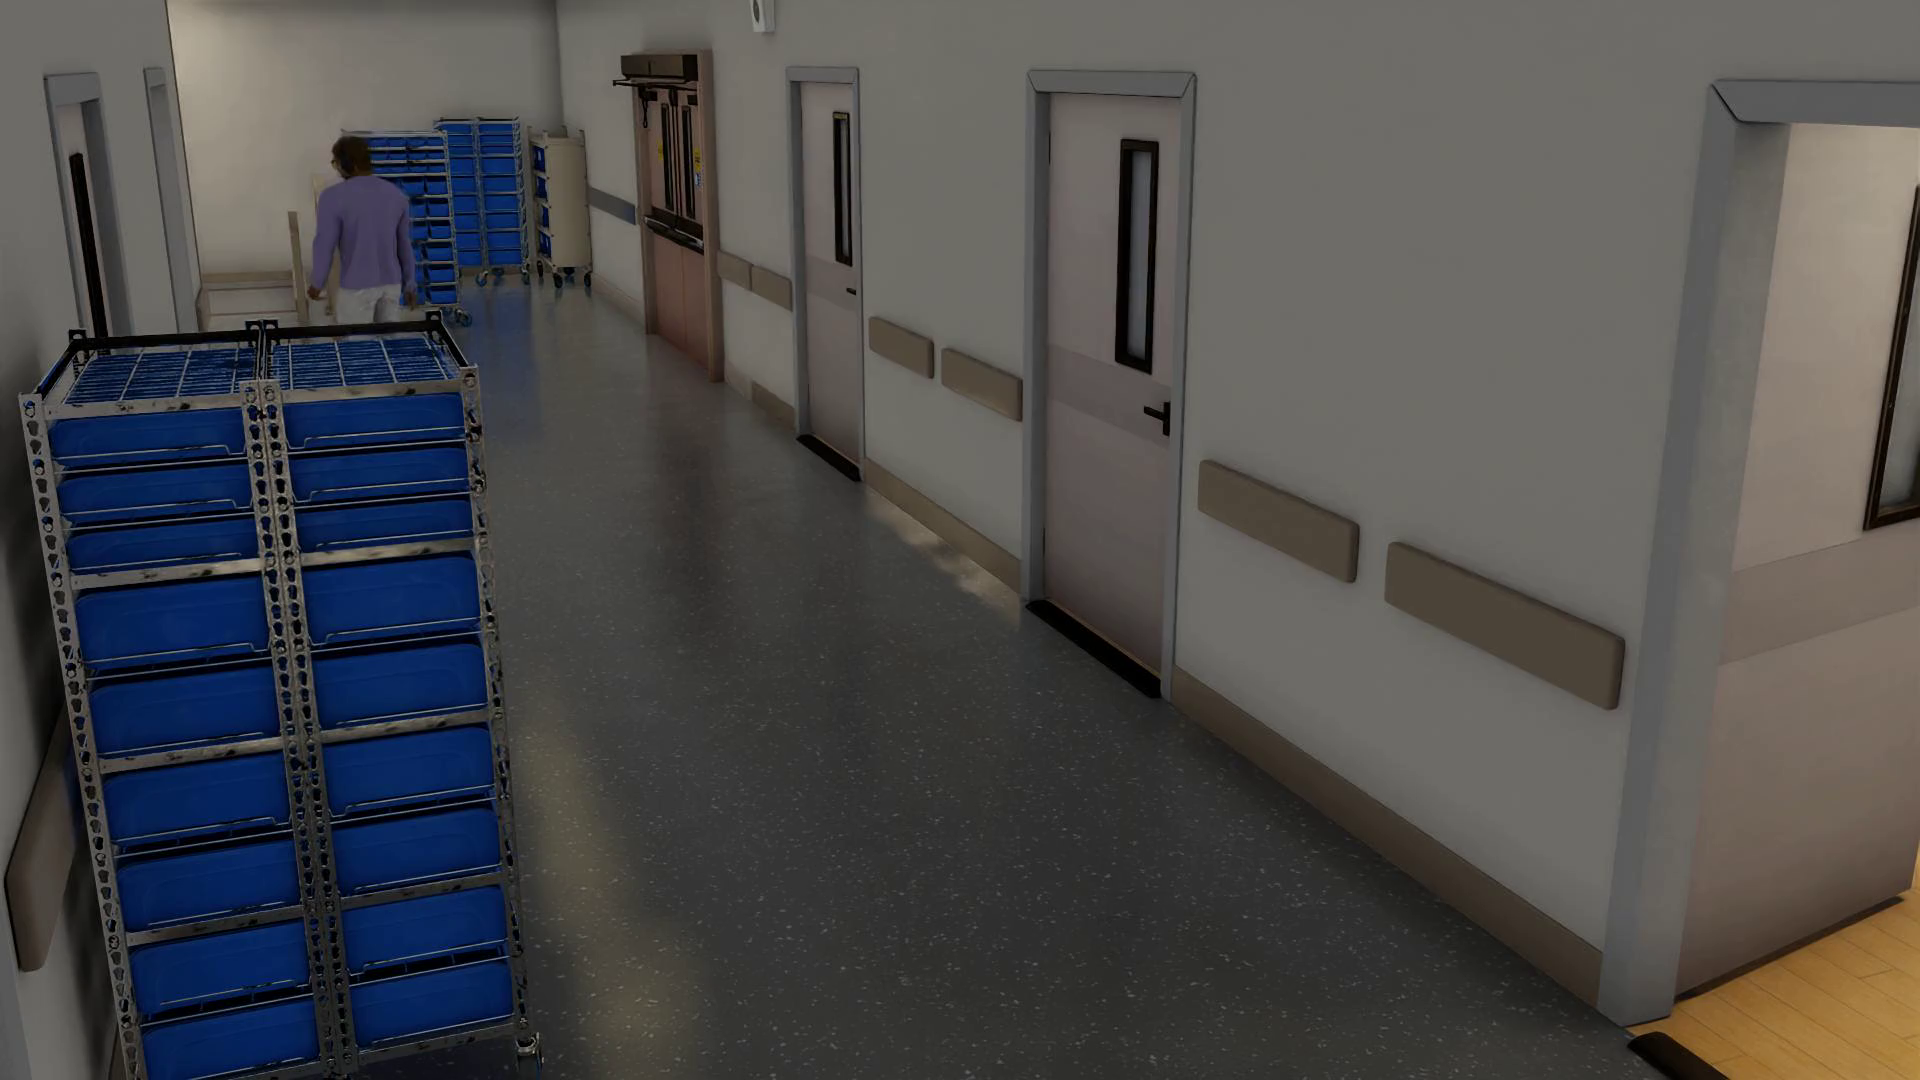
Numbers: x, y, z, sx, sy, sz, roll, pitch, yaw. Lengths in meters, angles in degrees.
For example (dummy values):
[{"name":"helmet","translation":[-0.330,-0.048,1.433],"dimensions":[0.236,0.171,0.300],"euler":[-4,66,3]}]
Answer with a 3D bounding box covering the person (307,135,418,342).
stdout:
[{"name":"person","translation":[-3.798,-1.634,10.735],"dimensions":[0.613,1.912,0.639],"euler":[10,19,32]}]
